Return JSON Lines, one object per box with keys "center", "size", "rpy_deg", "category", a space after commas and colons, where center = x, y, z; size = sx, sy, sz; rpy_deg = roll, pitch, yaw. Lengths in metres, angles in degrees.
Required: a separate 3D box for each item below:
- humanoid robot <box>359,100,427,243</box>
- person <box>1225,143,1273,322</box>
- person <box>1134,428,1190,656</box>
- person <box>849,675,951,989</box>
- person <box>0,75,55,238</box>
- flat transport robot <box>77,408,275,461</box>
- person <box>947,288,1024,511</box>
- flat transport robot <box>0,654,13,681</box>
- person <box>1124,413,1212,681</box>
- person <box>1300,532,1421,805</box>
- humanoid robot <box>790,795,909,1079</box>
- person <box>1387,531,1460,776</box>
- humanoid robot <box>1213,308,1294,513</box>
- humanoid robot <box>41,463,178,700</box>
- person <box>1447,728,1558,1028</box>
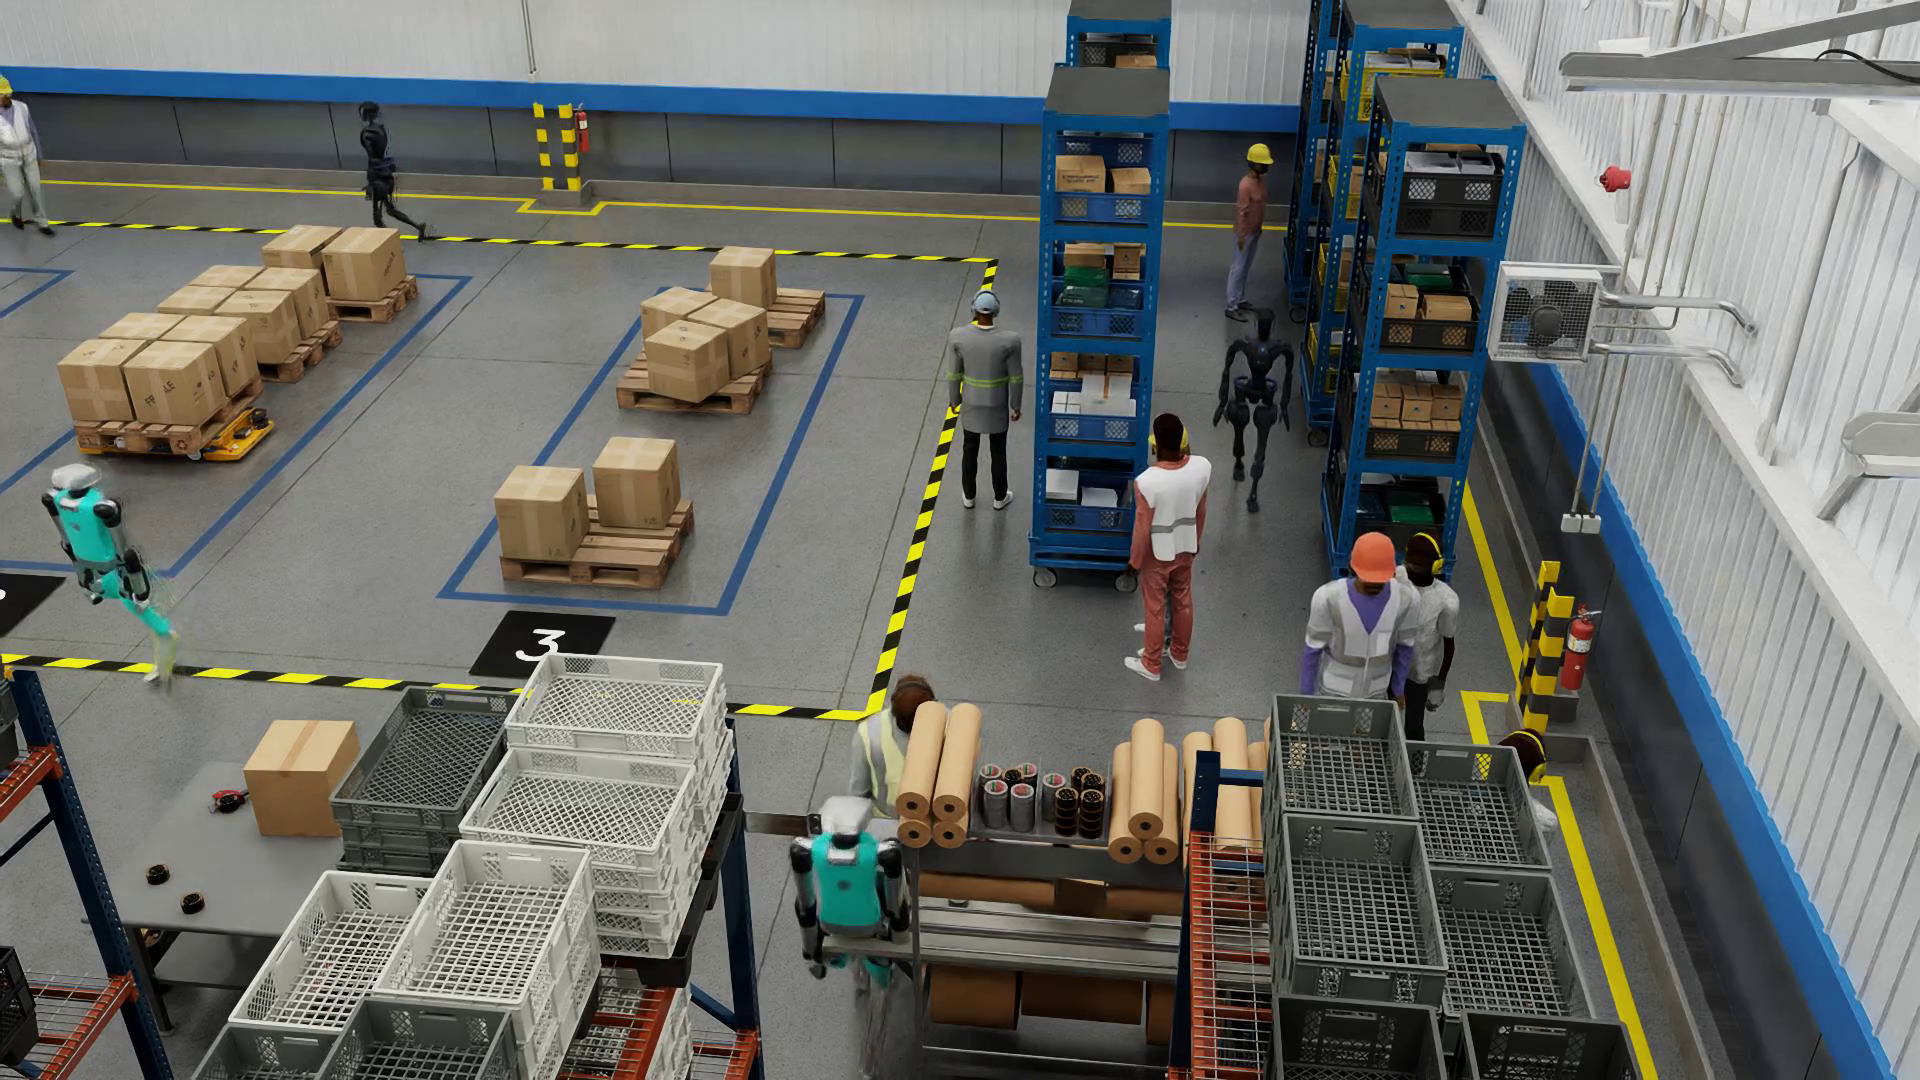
{"center": [-6.241, -3.949, 18.075], "size": [0.637, 1.640, 0.589], "rpy_deg": [-2, 30, -4], "category": "humanoid robot"}
{"center": [2.870, -3.049, 16.421], "size": [0.329, 1.767, 0.525], "rpy_deg": [17, 34, 26], "category": "person"}
{"center": [1.371, -0.016, 11.231], "size": [0.286, 1.746, 0.490], "rpy_deg": [2, 30, 3], "category": "person"}
{"center": [-0.248, 1.479, 8.580], "size": [0.643, 1.834, 0.512], "rpy_deg": [-2, 30, -3], "category": "person"}
{"center": [-10.450, -4.240, 18.412], "size": [0.457, 1.818, 0.613], "rpy_deg": [21, 36, 32], "category": "person"}
{"center": [-6.728, -0.944, 14.268], "size": [1.431, 0.197, 0.652], "rpy_deg": [3, 30, 6], "category": "flat transport robot"}
{"center": [0.204, -1.094, 12.978], "size": [0.596, 1.852, 0.364], "rpy_deg": [5, 31, 8], "category": "person"}
{"center": [-7.142, 0.969, 11.010], "size": [1.431, 0.231, 0.659], "rpy_deg": [3, 30, 6], "category": "flat transport robot"}
{"center": [1.361, 0.060, 10.936], "size": [0.587, 1.913, 0.391], "rpy_deg": [-17, 34, -27], "category": "person"}
{"center": [2.263, 0.828, 9.514], "size": [0.619, 2.031, 0.436], "rpy_deg": [-1, 30, -2], "category": "person"}
{"center": [-0.471, 1.821, 8.139], "size": [0.530, 1.806, 0.903], "rpy_deg": [3, 30, 5], "category": "humanoid robot"}
{"center": [2.618, 0.770, 9.763], "size": [0.313, 1.865, 0.532], "rpy_deg": [-22, 37, -32], "category": "person"}
{"center": [2.327, -1.089, 13.194], "size": [0.609, 1.621, 0.794], "rpy_deg": [3, 30, 5], "category": "humanoid robot"}
{"center": [-5.381, 0.240, 10.866], "size": [0.535, 1.837, 0.753], "rpy_deg": [9, 31, 15], "category": "humanoid robot"}
{"center": [2.620, 1.713, 8.147], "size": [0.517, 1.865, 0.328], "rpy_deg": [22, 37, 32], "category": "person"}
